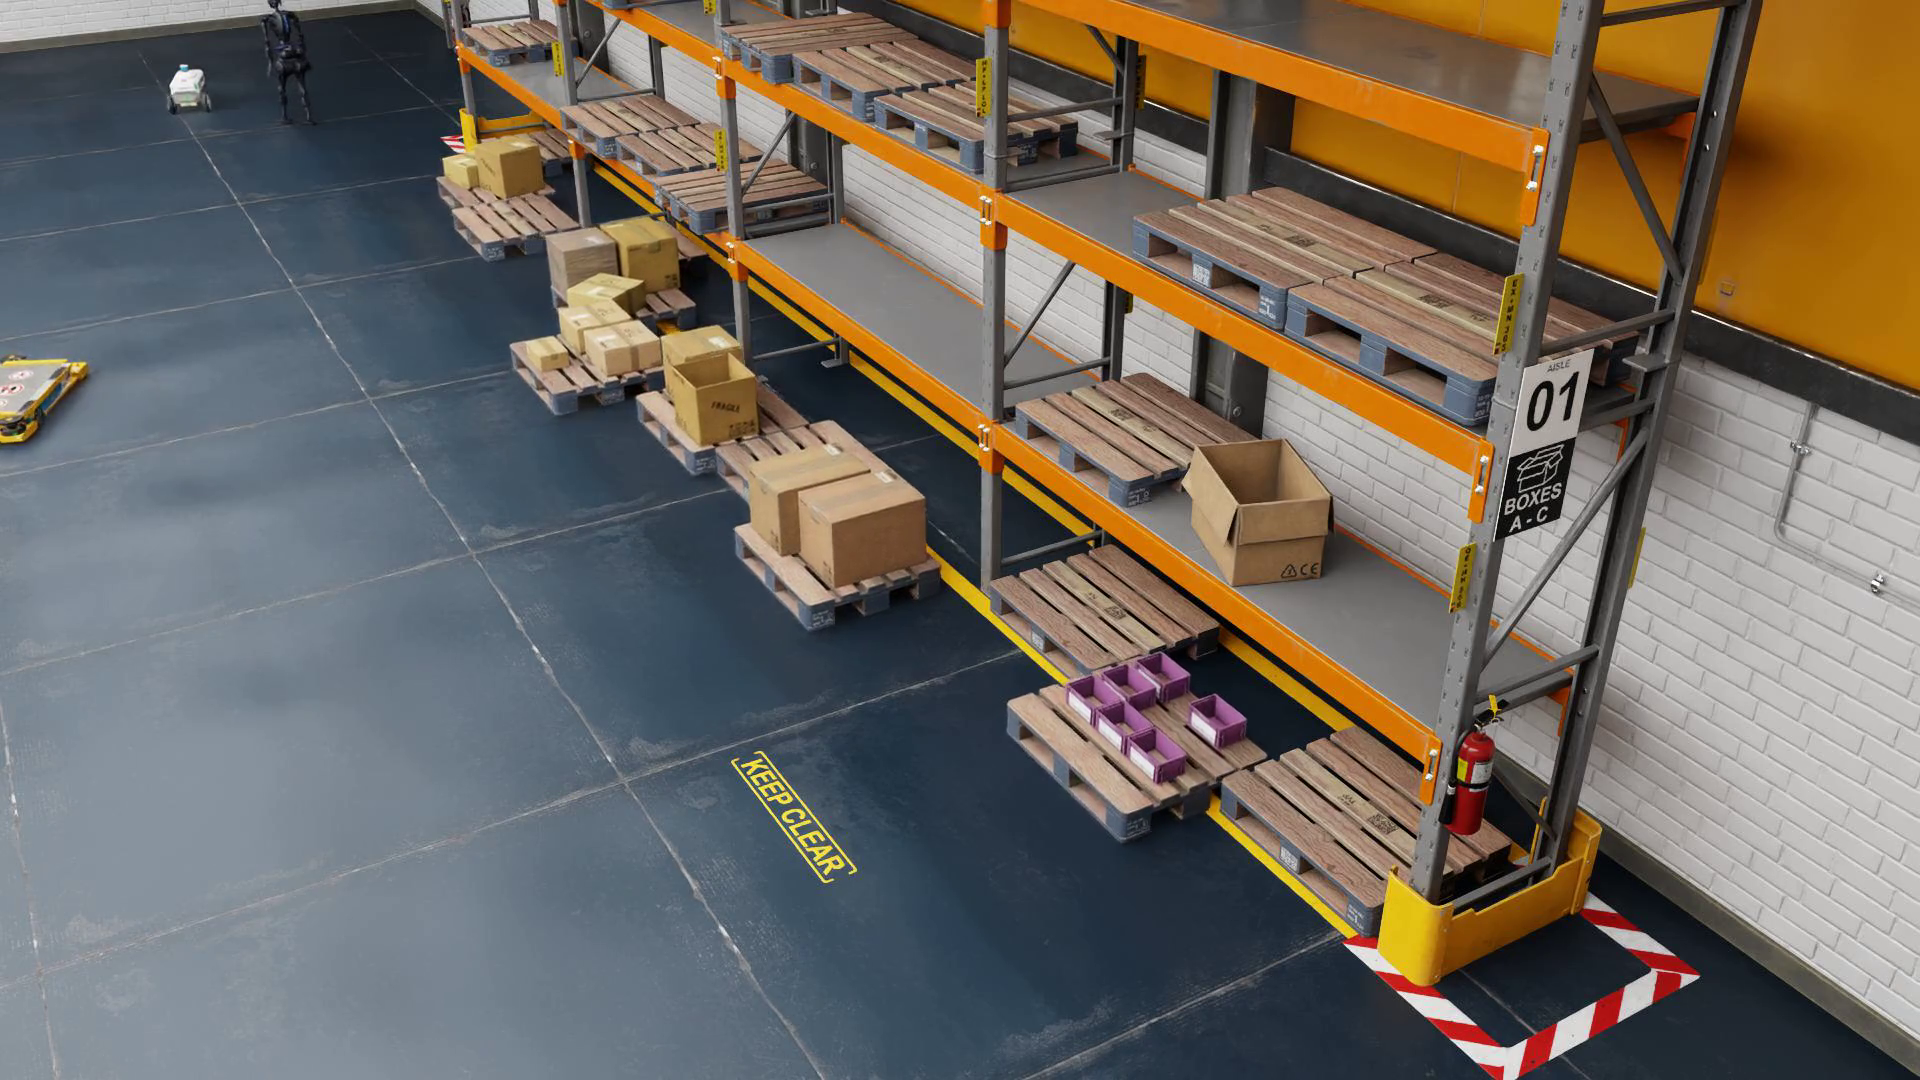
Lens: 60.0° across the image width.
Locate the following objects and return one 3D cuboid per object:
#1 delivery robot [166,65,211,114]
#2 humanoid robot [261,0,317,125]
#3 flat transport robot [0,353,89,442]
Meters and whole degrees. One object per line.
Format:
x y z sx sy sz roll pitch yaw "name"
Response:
-10.095 -5.899 21.763 0.499 0.602 0.795 -8 30 -13 "delivery robot"
-8.463 -6.058 20.912 0.579 1.630 0.591 20 35 31 "humanoid robot"
-7.789 -1.172 13.700 0.659 0.231 1.431 -3 30 -5 "flat transport robot"
